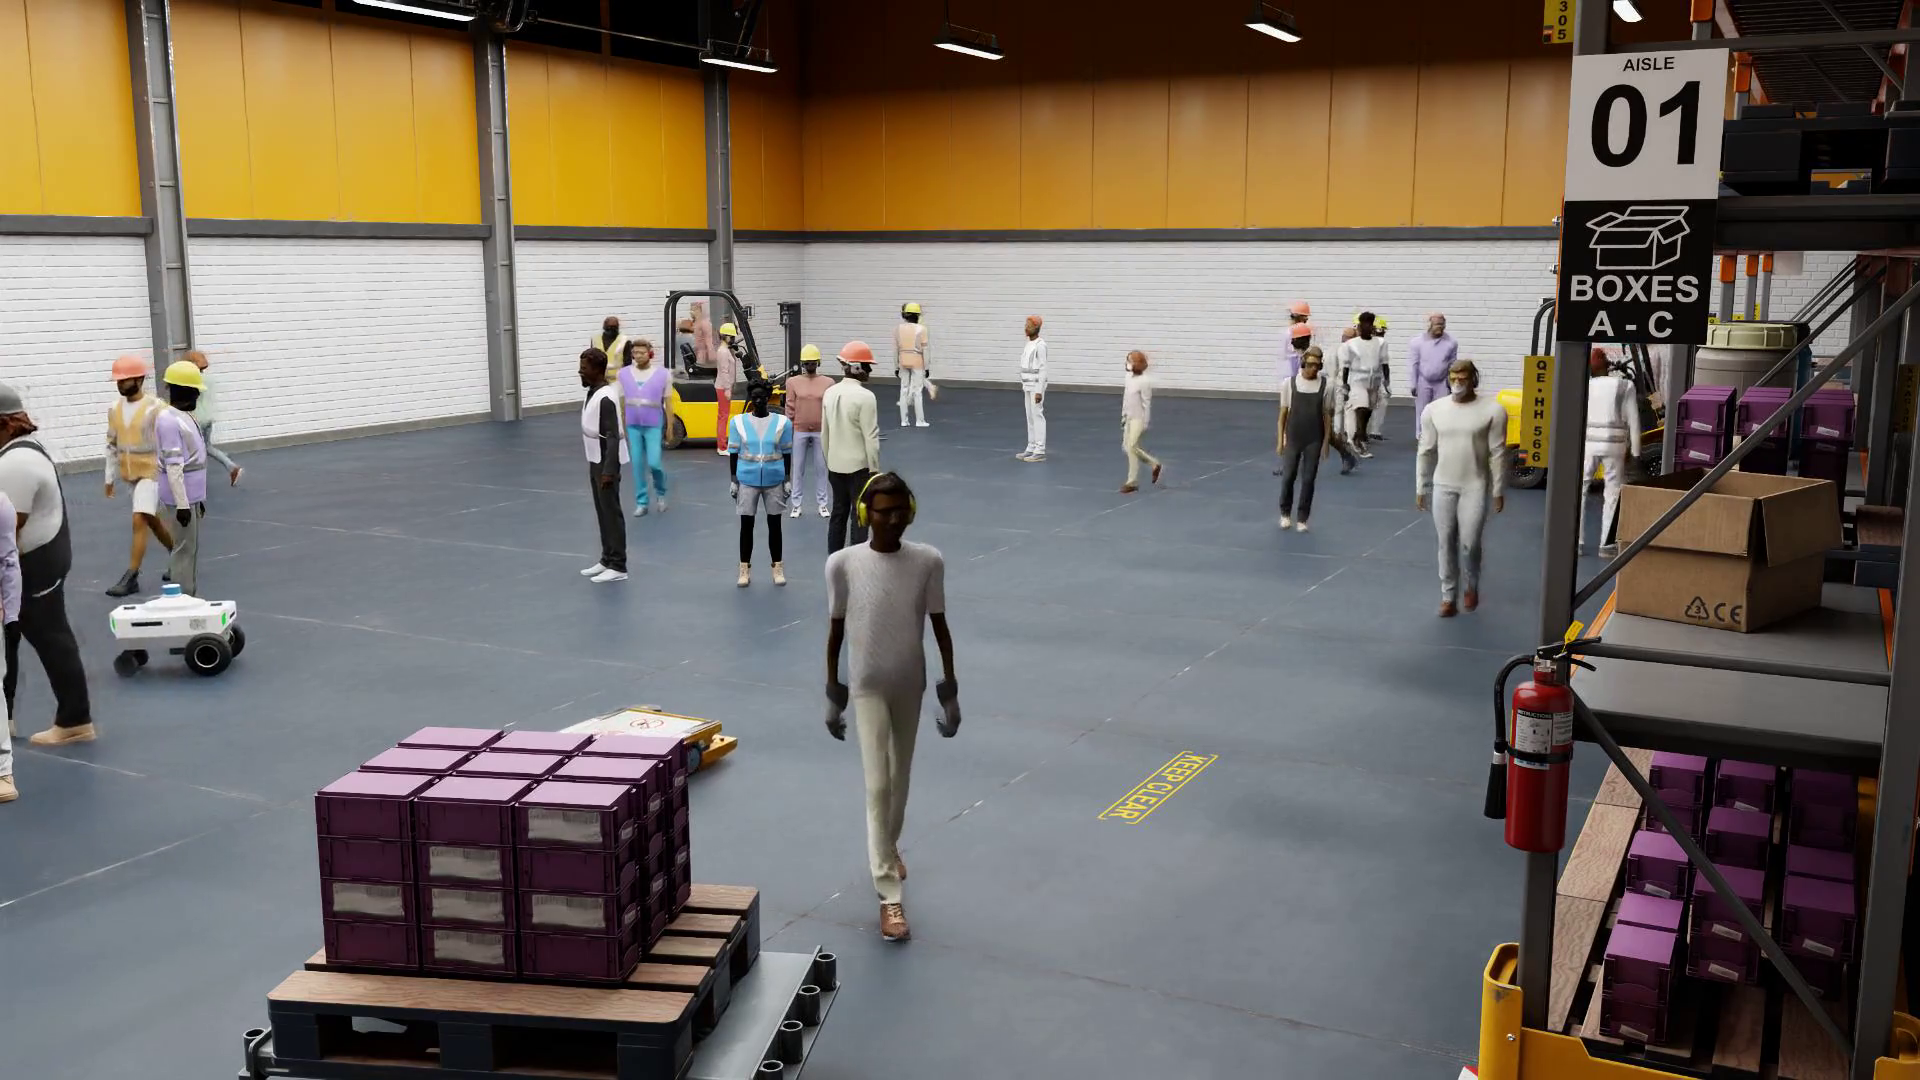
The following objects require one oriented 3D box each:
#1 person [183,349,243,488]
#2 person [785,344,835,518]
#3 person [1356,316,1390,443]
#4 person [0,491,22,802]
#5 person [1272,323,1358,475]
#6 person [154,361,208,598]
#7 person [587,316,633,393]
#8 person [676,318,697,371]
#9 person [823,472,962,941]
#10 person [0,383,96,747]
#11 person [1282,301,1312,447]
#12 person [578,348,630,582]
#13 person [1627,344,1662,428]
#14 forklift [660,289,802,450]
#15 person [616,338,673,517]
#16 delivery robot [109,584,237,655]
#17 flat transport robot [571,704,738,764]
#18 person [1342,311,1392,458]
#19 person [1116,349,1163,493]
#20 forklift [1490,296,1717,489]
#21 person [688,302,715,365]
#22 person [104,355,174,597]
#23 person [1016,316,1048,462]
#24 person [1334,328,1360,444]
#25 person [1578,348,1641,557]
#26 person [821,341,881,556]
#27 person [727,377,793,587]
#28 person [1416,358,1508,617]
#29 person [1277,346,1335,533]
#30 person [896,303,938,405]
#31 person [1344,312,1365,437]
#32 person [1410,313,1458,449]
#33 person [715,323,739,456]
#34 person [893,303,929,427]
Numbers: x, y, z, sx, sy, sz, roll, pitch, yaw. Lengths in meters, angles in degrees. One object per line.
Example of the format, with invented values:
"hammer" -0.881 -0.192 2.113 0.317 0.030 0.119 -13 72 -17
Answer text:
"person" -8.459 -1.331 18.634 0.609 1.615 0.511 -1 10 -4
"person" -1.516 -1.103 16.906 0.522 1.769 0.317 -1 10 -7
"person" 5.864 -2.250 23.461 0.611 1.796 0.625 1 10 4
"person" -4.888 0.387 8.067 0.627 1.844 0.429 -5 11 -28
"person" 4.342 -1.687 20.057 1.003 1.871 0.558 0 10 1
"person" -5.532 -0.318 11.917 0.371 1.922 0.585 -3 10 -16
"person" -4.947 -2.261 23.502 0.693 1.811 0.507 1 10 8
"person" -4.650 -2.906 27.832 0.505 1.605 0.752 6 11 29
"person" -0.275 0.616 6.823 0.536 1.821 0.955 -3 10 -17
"person" -5.176 0.134 8.957 0.841 2.000 0.692 -6 11 -30
"person" 4.707 -2.280 22.963 0.520 2.023 0.652 2 10 13
"person" -2.920 -0.617 13.657 0.391 1.918 0.590 -4 11 -22
"person" 8.311 -1.694 20.064 0.887 1.863 0.623 2 10 10
"forklift" -3.358 -2.392 23.136 2.313 2.155 1.214 -1 10 -5
"person" -3.222 -1.143 16.975 0.577 1.831 0.443 1 10 8
"delivery robot" -5.056 0.528 10.697 0.707 0.478 0.477 -2 10 -12
"flat transport robot" -1.804 1.111 8.416 0.652 0.197 1.431 5 11 27
"person" 5.395 -2.090 22.189 0.604 1.925 0.966 -2 10 -10
"person" 2.025 -1.340 18.702 0.573 1.615 0.514 -3 10 -19
"forklift" 7.296 -1.677 18.993 2.313 2.155 1.214 5 11 27
"person" -4.499 -3.226 28.978 1.035 1.851 0.631 -5 11 -25
"person" -6.548 -0.544 13.328 0.569 1.889 0.990 3 10 16
"person" 0.945 -1.951 21.484 0.348 1.880 0.584 -3 10 -17
"person" 5.480 -2.174 23.476 0.309 1.640 0.512 -7 12 -34
"person" 5.662 -0.763 14.713 0.684 1.855 0.355 6 11 30
"person" -0.843 -0.585 13.261 0.392 1.988 0.617 -9 13 -42
"person" -1.607 -0.465 13.420 0.535 1.697 0.318 -2 10 -9
"person" 3.669 -0.377 12.246 0.654 1.922 0.435 6 11 31
"person" 3.303 -0.952 15.914 0.519 1.810 0.455 2 10 11
"person" -0.765 -3.296 29.480 0.772 1.816 0.637 -4 11 -23
"person" 5.801 -2.407 24.279 0.403 1.828 0.594 5 11 26
"person" 6.372 -2.114 22.421 0.637 1.893 0.440 1 10 7
"person" -3.093 -1.992 22.078 0.328 1.761 0.523 -2 10 -9
"person" -0.741 -2.695 25.681 0.585 1.921 0.383 4 11 22
